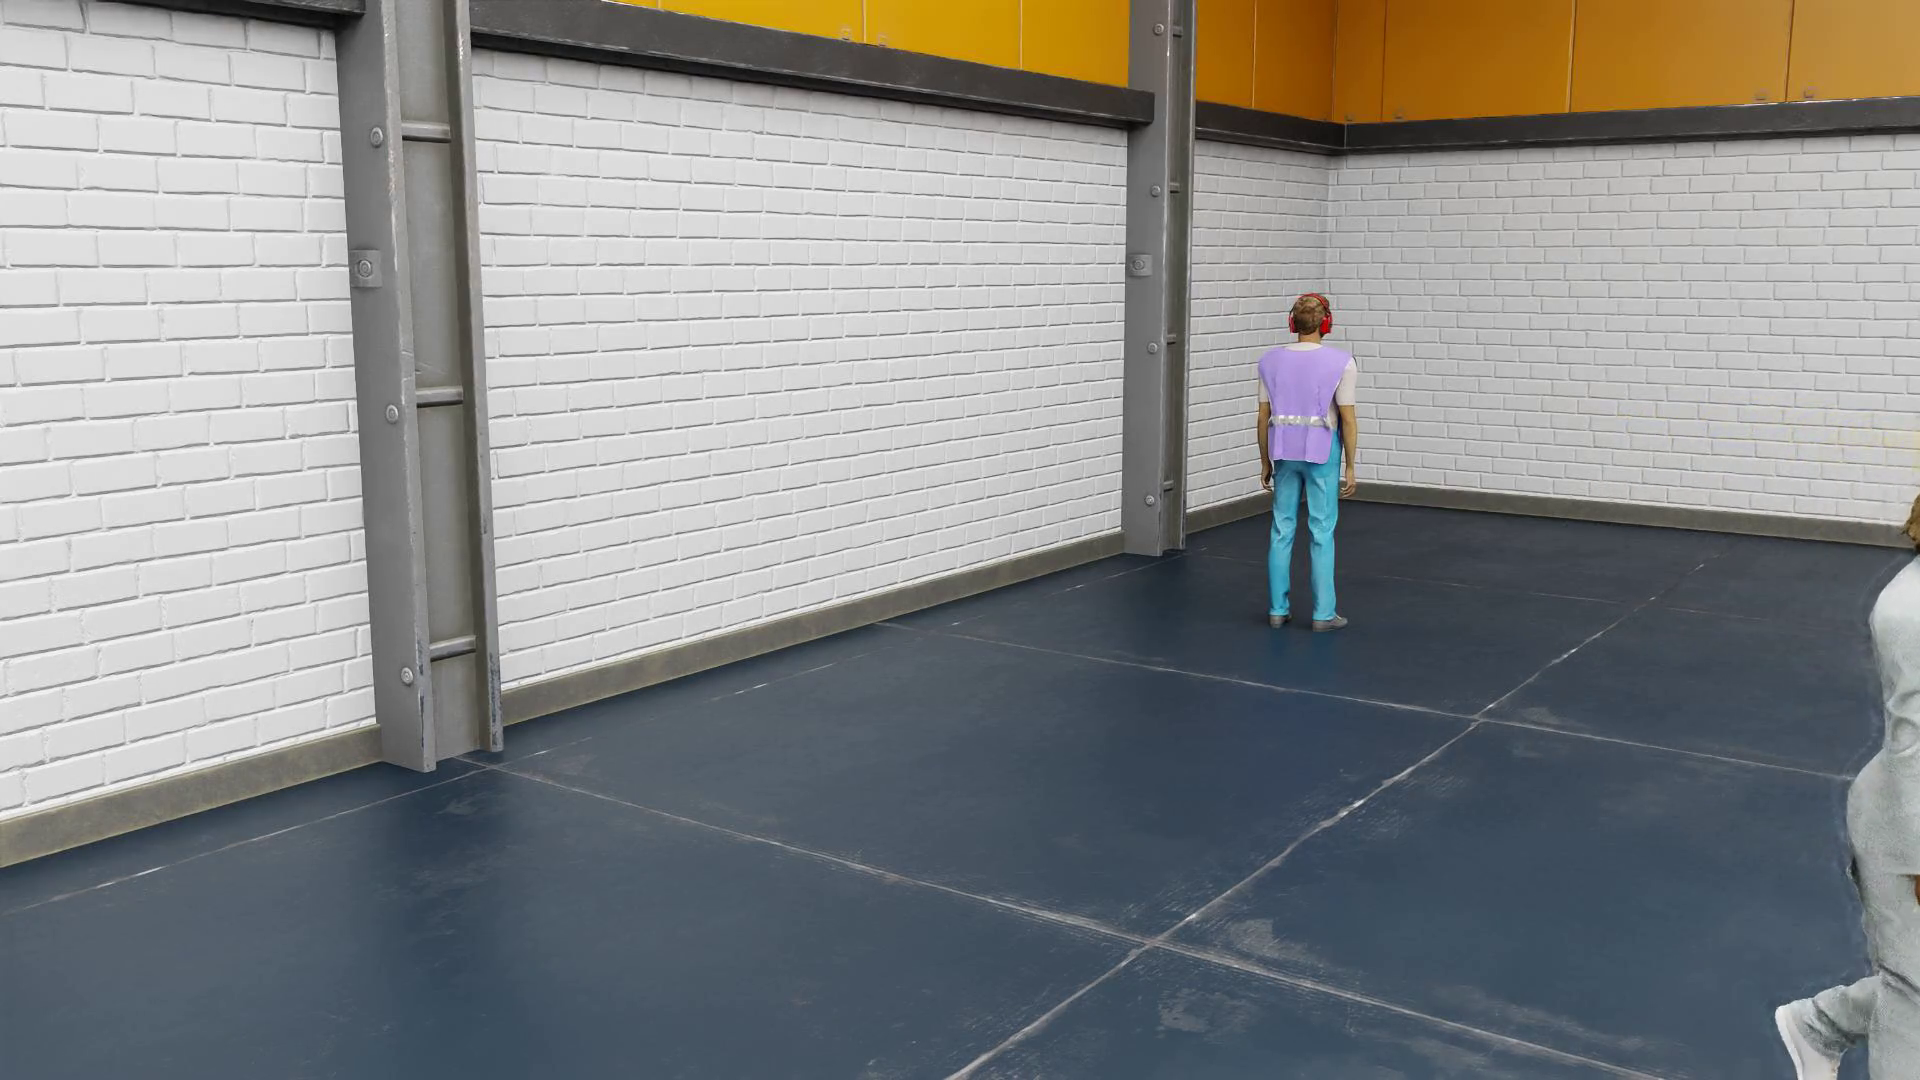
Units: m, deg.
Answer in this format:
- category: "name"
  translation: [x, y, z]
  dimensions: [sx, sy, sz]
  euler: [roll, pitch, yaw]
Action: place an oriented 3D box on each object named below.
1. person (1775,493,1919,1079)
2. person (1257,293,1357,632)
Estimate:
- category: "person"
  translation: [1.991, 0.588, 3.502]
  dimensions: [0.487, 1.720, 0.543]
  euler: [-5, 11, -25]
- category: "person"
  translation: [1.885, -0.416, 9.085]
  dimensions: [0.565, 1.850, 0.390]
  euler: [6, 11, 31]
